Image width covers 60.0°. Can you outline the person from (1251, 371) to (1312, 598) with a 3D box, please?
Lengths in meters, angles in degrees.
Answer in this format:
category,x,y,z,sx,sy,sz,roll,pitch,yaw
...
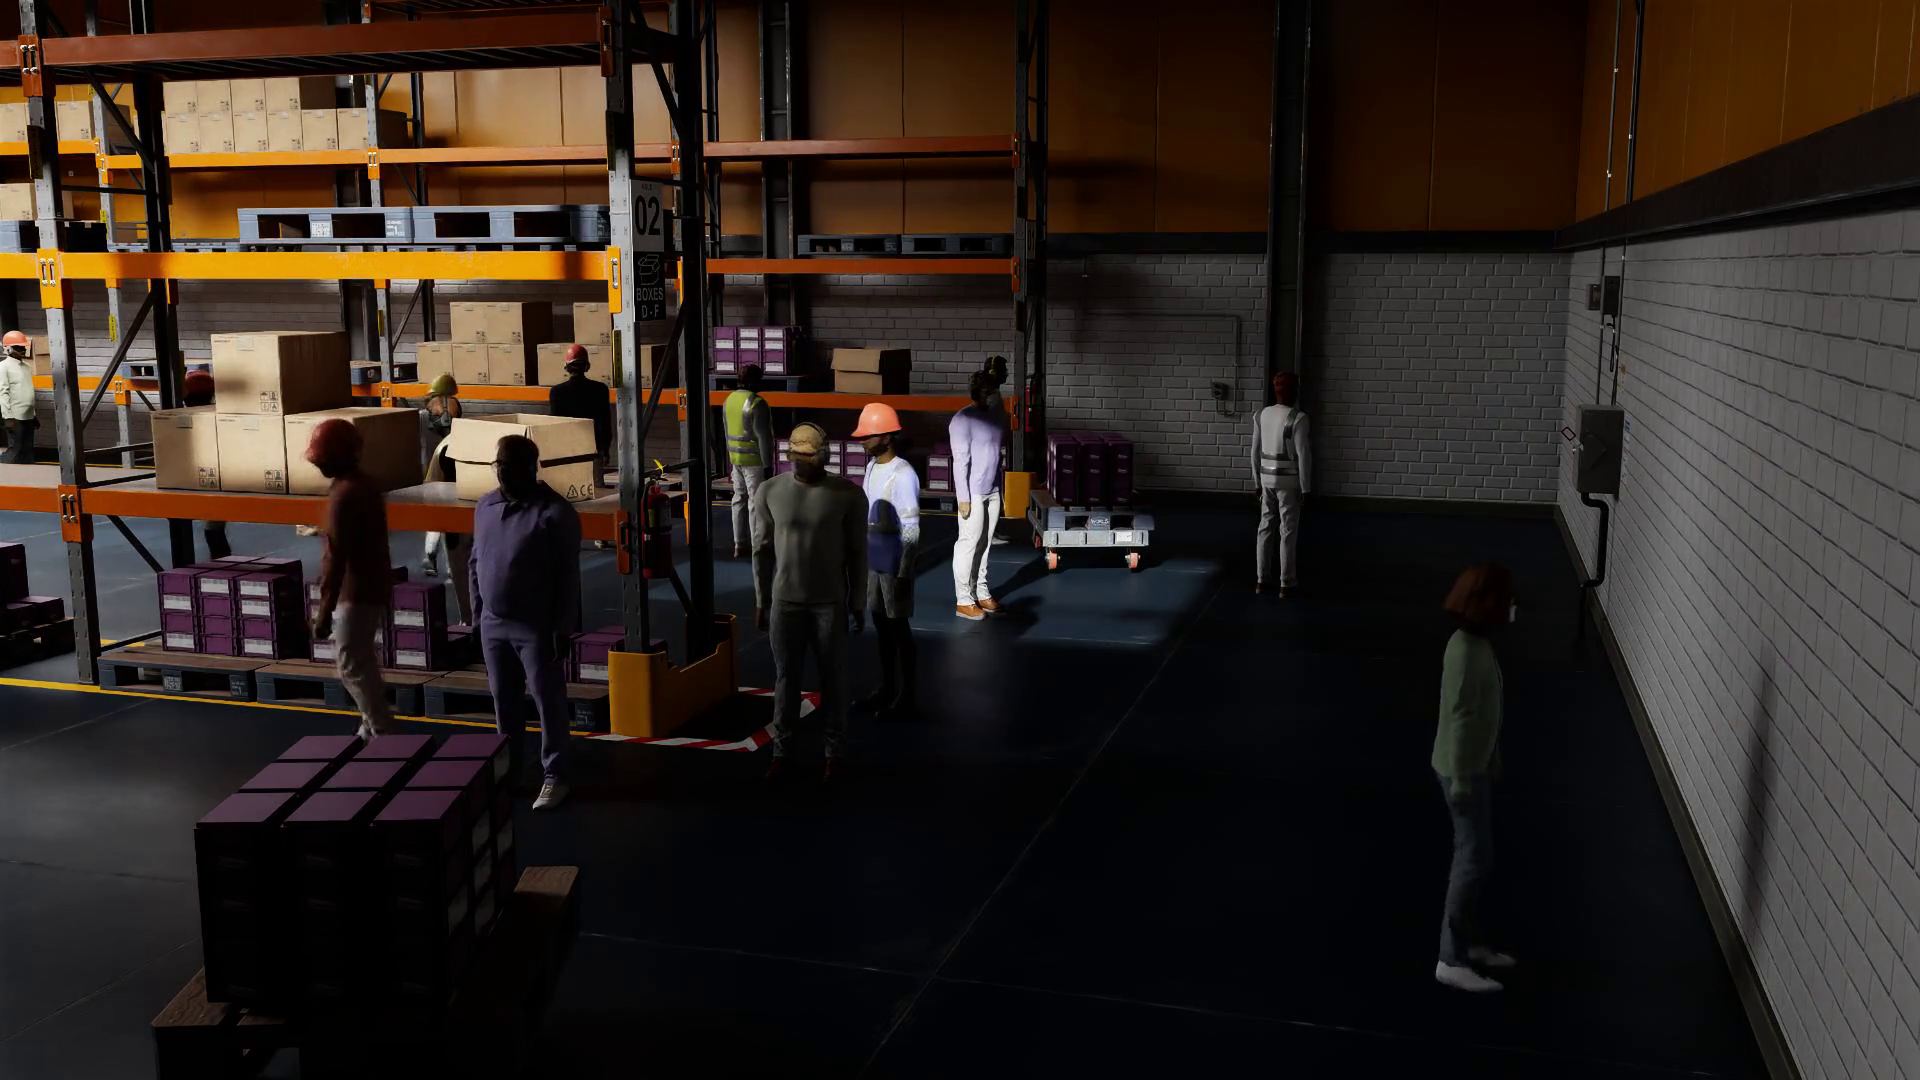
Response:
category,x,y,z,sx,sy,sz,roll,pitch,yaw
person,2.685,-0.460,13.845,0.343,1.882,0.585,-7,12,-38

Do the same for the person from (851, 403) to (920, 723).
category,x,y,z,sx,sy,sz,roll,pitch,yaw
person,-0.463,0.135,10.061,0.376,1.932,0.551,-5,11,-29

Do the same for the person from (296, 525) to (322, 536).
category,x,y,z,sx,sy,sz,roll,pitch,yaw
person,-6.649,-0.968,17.075,0.429,1.839,0.634,3,10,20

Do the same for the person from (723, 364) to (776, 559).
category,x,y,z,sx,sy,sz,roll,pitch,yaw
person,-1.947,-0.728,15.607,0.429,1.844,0.626,-9,13,-42

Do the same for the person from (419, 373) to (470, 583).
category,x,y,z,sx,sy,sz,roll,pitch,yaw
person,-4.466,-0.531,14.447,0.608,1.824,0.428,1,9,7

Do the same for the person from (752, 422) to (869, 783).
category,x,y,z,sx,sy,sz,roll,pitch,yaw
person,-0.796,0.333,8.860,0.627,1.935,0.371,1,9,4

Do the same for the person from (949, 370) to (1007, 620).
category,x,y,z,sx,sy,sz,roll,pitch,yaw
person,0.157,-0.358,13.057,0.372,1.940,0.627,6,11,31

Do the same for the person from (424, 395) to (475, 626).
category,x,y,z,sx,sy,sz,roll,pitch,yaw
person,-3.636,-0.124,11.973,0.430,1.835,0.622,-3,10,-15

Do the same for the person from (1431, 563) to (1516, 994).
category,x,y,z,sx,sy,sz,roll,pitch,yaw
person,1.983,0.891,6.389,0.334,1.627,0.531,4,10,22

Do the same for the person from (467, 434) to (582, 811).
category,x,y,z,sx,sy,sz,roll,pitch,yaw
person,-2.233,0.413,8.447,0.643,1.911,0.411,4,10,22

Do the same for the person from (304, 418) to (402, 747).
category,x,y,z,sx,sy,sz,roll,pitch,yaw
person,-3.250,0.294,9.069,0.495,1.949,0.681,-1,9,-4

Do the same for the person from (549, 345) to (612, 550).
category,x,y,z,sx,sy,sz,roll,pitch,yaw
person,-3.677,-0.893,16.145,0.609,1.996,0.383,-5,11,-29

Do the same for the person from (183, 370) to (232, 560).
category,x,y,z,sx,sy,sz,roll,pitch,yaw
person,-6.083,-0.411,13.427,0.389,1.938,0.550,-8,12,-39

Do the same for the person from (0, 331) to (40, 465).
category,x,y,z,sx,sy,sz,roll,pitch,yaw
person,-11.125,-1.474,19.692,0.381,1.995,0.611,0,9,-1

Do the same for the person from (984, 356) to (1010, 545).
category,x,y,z,sx,sy,sz,roll,pitch,yaw
person,0.346,-0.889,16.500,0.328,1.874,0.521,1,9,6
